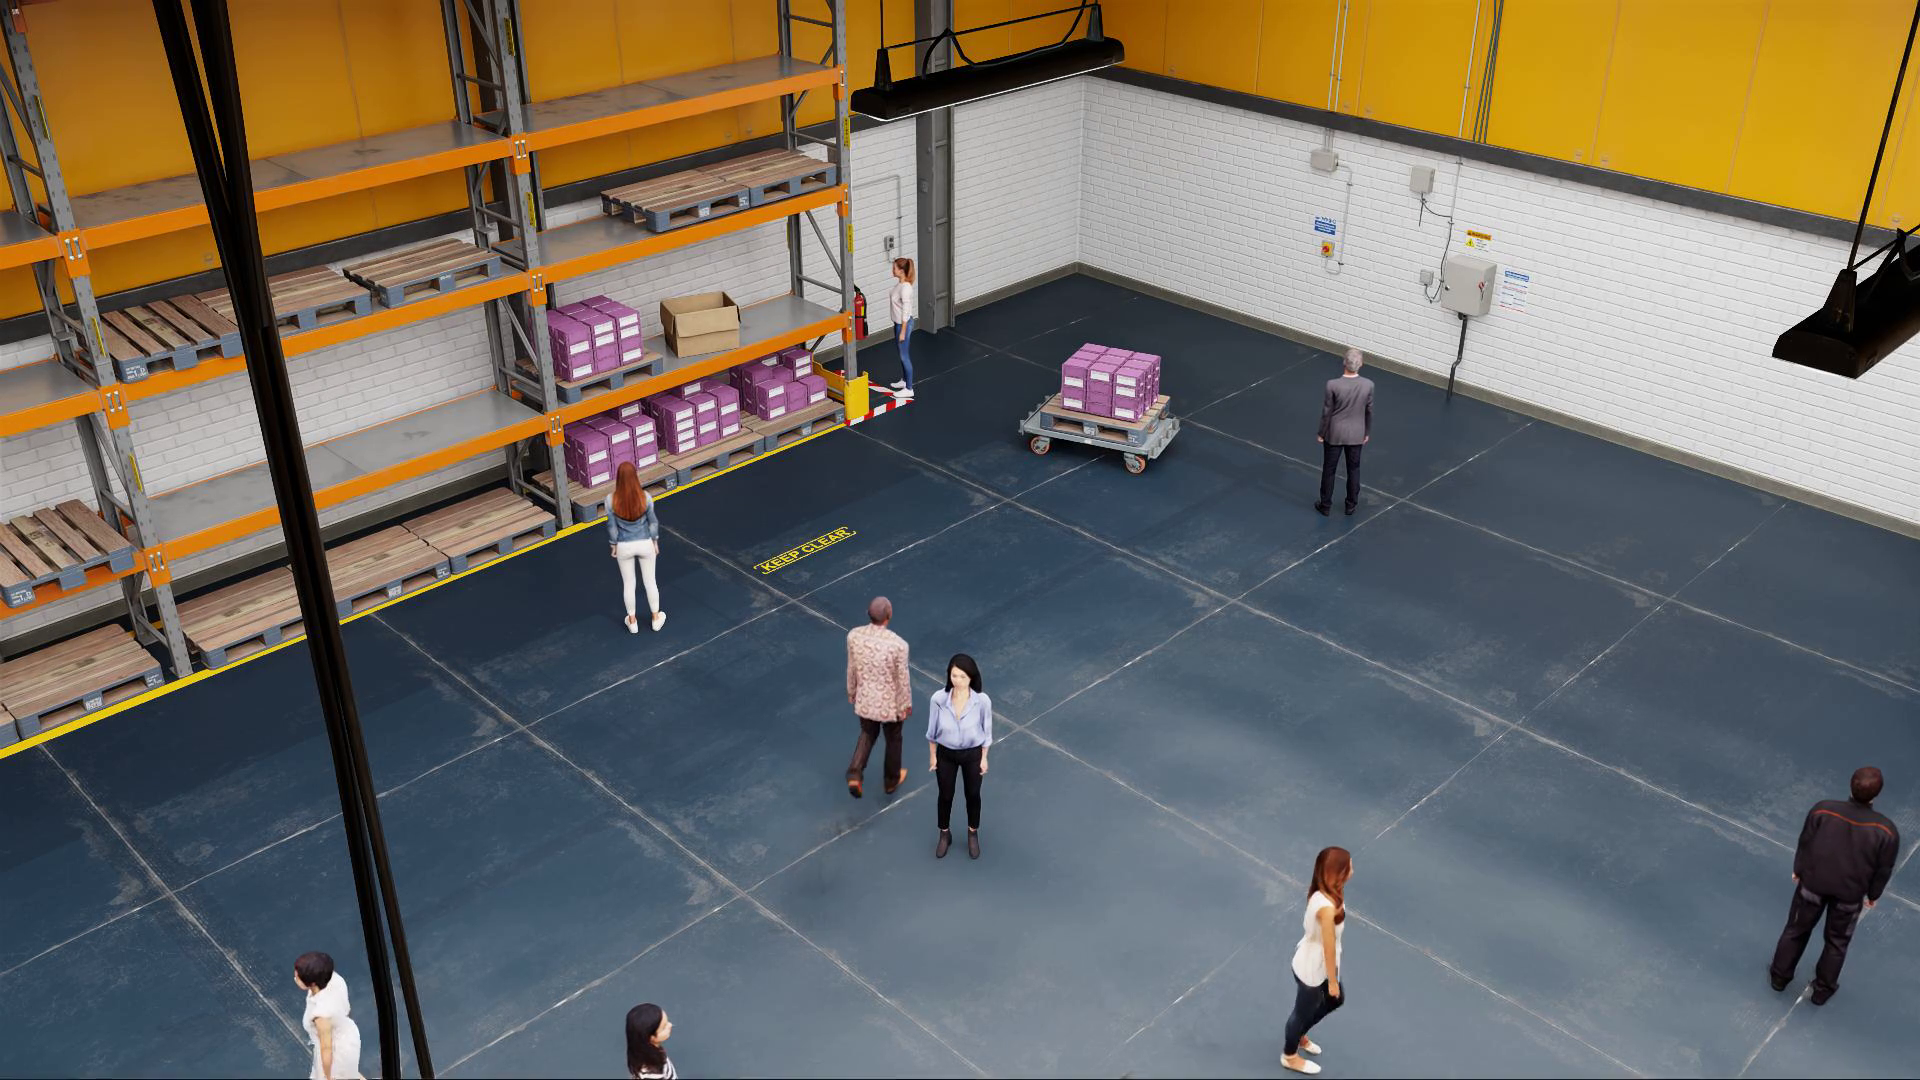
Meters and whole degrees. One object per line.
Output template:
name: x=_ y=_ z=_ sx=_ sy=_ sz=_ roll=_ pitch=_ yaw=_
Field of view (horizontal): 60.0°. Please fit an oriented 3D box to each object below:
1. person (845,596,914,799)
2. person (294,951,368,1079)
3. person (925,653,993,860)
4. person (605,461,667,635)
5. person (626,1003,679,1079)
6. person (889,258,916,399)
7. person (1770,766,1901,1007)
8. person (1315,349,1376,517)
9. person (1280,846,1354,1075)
person: x=-0.649 y=1.280 z=12.880 sx=0.886 sy=1.788 sz=1.026 roll=12 pitch=31 yaw=21
person: x=-3.630 y=3.039 z=9.914 sx=0.836 sy=1.541 sz=0.759 roll=-4 pitch=29 yaw=-6
person: x=0.003 y=1.603 z=12.335 sx=0.727 sy=1.744 sz=0.771 roll=2 pitch=29 yaw=4
person: x=-2.967 y=0.070 z=15.187 sx=0.647 sy=1.703 sz=0.749 roll=-5 pitch=29 yaw=-9
person: x=-1.679 y=3.275 z=9.215 sx=0.607 sy=1.796 sz=0.647 roll=-12 pitch=31 yaw=-21
person: x=-0.683 y=-2.570 z=20.010 sx=0.722 sy=1.720 sz=0.691 roll=-3 pitch=29 yaw=-6
person: x=5.780 y=2.279 z=10.996 sx=0.766 sy=1.839 sz=0.646 roll=17 pitch=33 yaw=28
person: x=3.984 y=-1.120 z=17.224 sx=0.792 sy=1.842 sz=0.861 roll=-1 pitch=29 yaw=-1
person: x=2.137 y=2.635 z=10.409 sx=0.757 sy=1.776 sz=0.650 roll=9 pitch=30 yaw=16
